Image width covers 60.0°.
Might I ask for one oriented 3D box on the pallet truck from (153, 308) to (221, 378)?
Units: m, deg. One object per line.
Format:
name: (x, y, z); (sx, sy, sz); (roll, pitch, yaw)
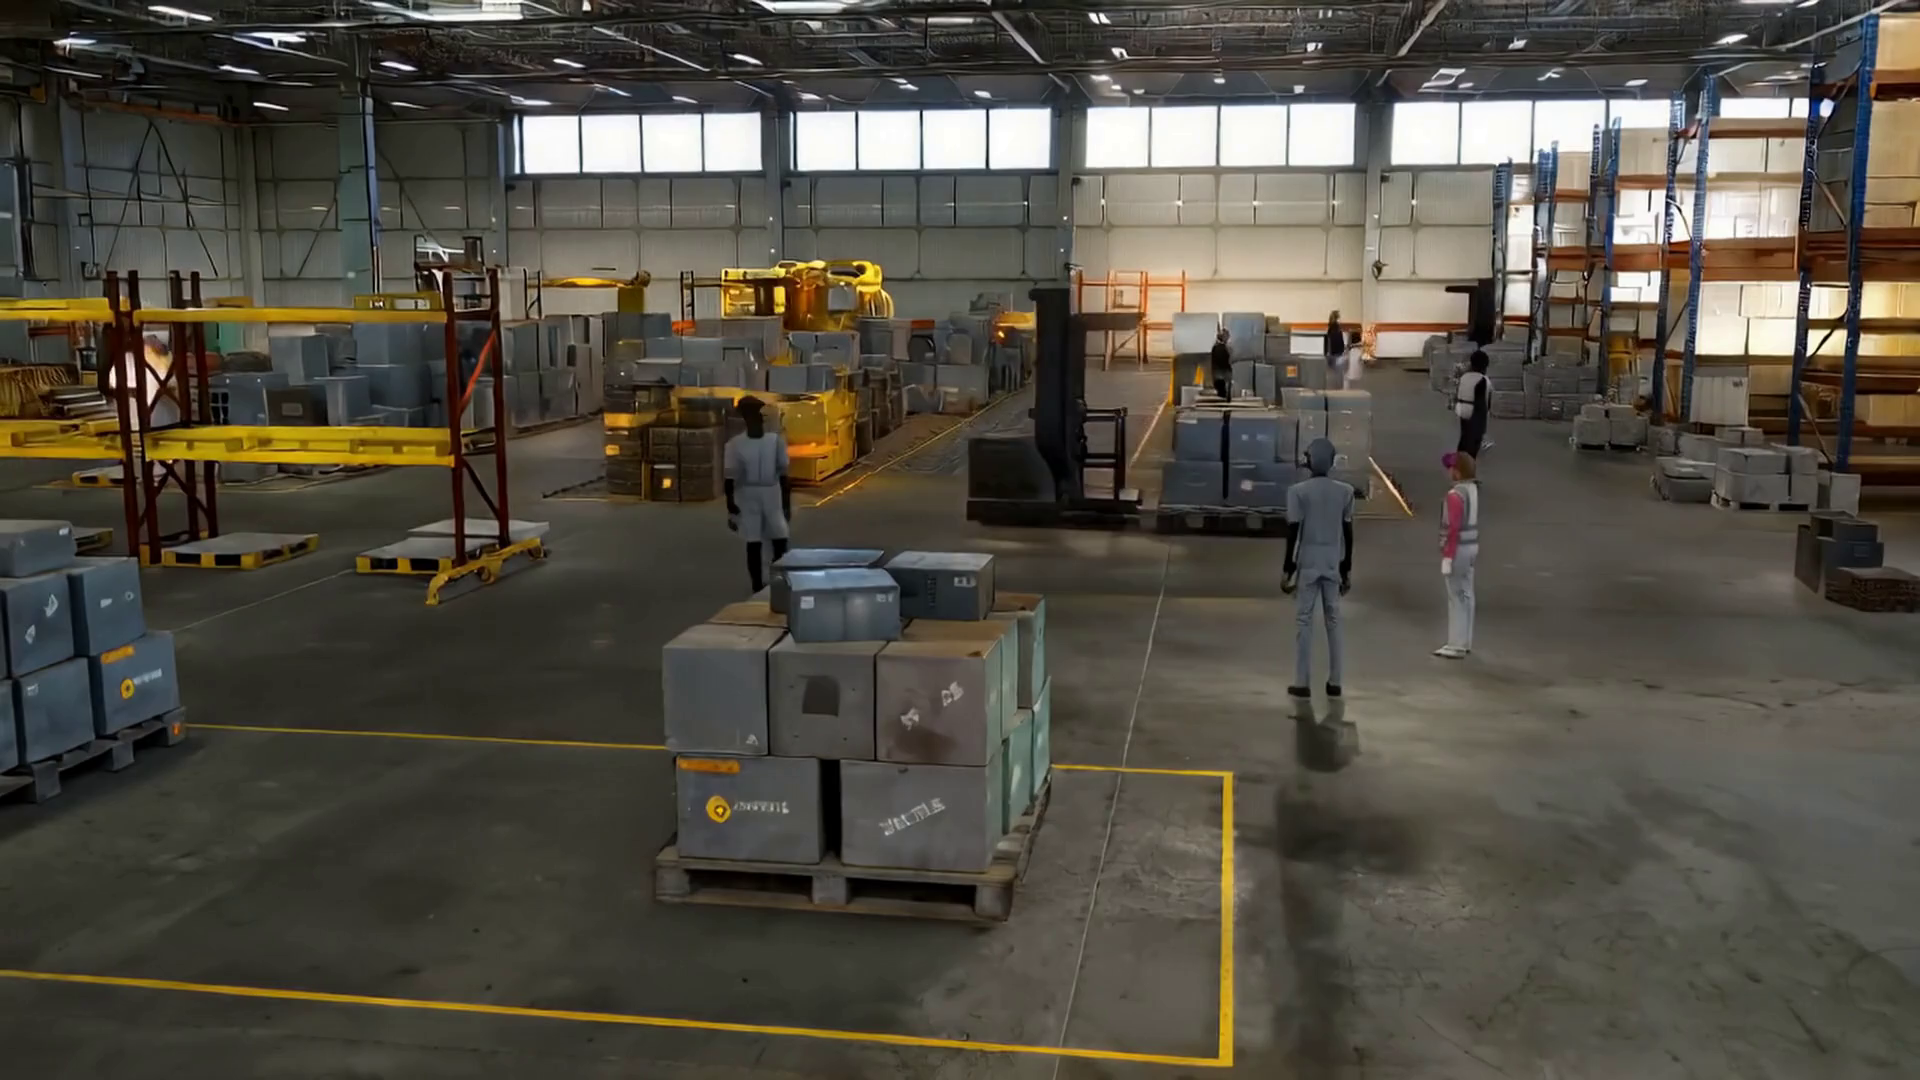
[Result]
pallet truck: (-21.869, -5.598, 47.154); (0.823, 1.965, 1.885); (4, 10, 26)

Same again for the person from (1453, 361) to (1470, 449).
person: (7.860, -1.988, 26.016); (0.323, 1.631, 0.521); (0, 9, 1)

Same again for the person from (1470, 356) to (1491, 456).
person: (8.406, -2.163, 26.949); (0.531, 1.675, 0.603); (-4, 10, -24)

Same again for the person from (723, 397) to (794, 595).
person: (-1.788, -0.320, 14.827); (0.663, 1.923, 0.465); (-4, 10, -24)

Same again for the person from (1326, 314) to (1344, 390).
person: (9.379, -4.640, 41.376); (0.631, 1.966, 0.715); (-8, 12, -40)

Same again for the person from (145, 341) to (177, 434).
person: (-14.122, -2.632, 29.498); (0.452, 1.809, 0.640); (2, 9, 13)

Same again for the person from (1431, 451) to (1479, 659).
person: (3.902, 0.114, 13.028); (0.309, 1.640, 0.512); (5, 11, 30)

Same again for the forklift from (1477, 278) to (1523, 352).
forklift: (14.032, -5.601, 44.456); (1.873, 2.768, 1.129); (1, 9, 9)

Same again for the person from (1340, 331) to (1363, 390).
person: (7.782, -3.285, 33.464); (0.791, 1.814, 0.631); (2, 9, 12)

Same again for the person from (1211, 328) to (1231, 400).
person: (4.986, -3.070, 31.744); (0.357, 1.937, 0.638); (-2, 9, -12)

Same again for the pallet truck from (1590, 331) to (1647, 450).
pallet truck: (11.253, -2.573, 28.499); (0.823, 1.965, 1.885); (5, 10, 27)

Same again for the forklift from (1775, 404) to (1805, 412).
forklift: (18.518, -4.217, 35.925); (1.129, 2.768, 1.873); (1, 9, 9)

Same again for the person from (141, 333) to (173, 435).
person: (-14.948, -2.908, 30.957); (0.665, 1.867, 1.028); (-3, 10, -20)

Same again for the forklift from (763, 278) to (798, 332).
forklift: (-4.760, -5.575, 44.295); (1.873, 2.768, 1.129); (8, 12, 42)

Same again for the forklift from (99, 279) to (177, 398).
forklift: (-19.606, -4.720, 39.027); (1.873, 2.768, 1.129); (1, 9, 9)

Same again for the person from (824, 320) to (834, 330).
person: (-2.967, -4.044, 37.919); (0.463, 1.891, 0.700); (0, 9, -3)

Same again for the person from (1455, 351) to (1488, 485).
person: (7.268, -1.731, 23.616); (0.404, 1.906, 0.605); (-1, 9, -7)

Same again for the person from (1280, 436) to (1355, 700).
person: (2.528, 0.203, 11.768); (0.519, 1.874, 0.327); (-1, 9, -5)

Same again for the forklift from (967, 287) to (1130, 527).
forklift: (1.076, -1.614, 19.871); (1.873, 2.768, 1.129); (1, 9, 9)
